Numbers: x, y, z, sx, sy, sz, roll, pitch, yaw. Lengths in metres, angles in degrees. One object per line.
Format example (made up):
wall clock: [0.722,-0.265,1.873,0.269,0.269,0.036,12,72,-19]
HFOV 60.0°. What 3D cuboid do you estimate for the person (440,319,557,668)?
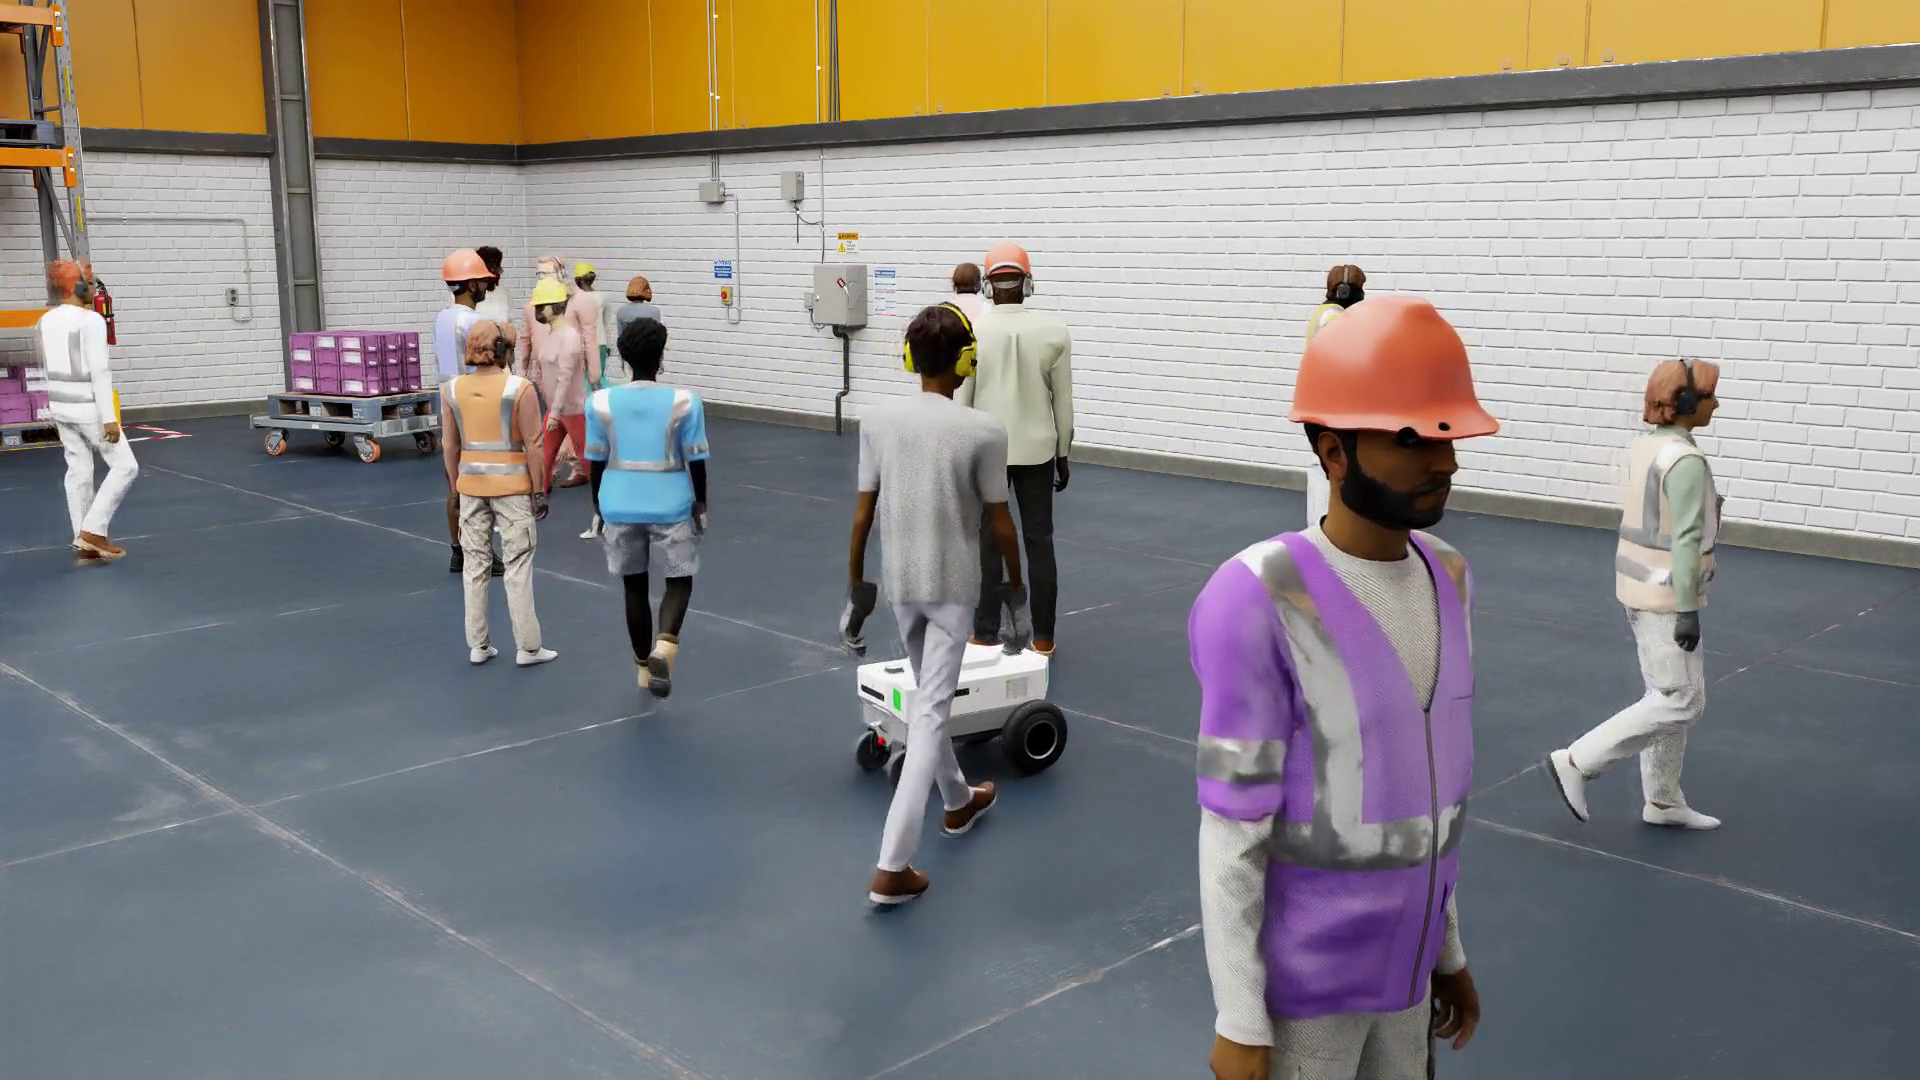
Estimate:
person: [-2.169,-0.211,7.794,0.512,1.638,0.312,3,11,14]

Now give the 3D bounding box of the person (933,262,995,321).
person: [0.054,-1.128,12.267,0.649,1.829,0.482,4,11,19]

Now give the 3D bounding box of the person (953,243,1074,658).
person: [0.236,-0.406,7.911,0.611,1.985,0.394,-2,11,-8]

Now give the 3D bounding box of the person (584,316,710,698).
person: [-1.350,-0.120,7.173,0.542,1.678,0.589,0,10,0]

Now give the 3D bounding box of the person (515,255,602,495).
person: [-3.224,-1.291,13.056,0.678,1.855,0.968,5,12,25]

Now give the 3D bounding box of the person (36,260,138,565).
person: [-5.349,-0.771,10.202,0.602,1.872,0.412,5,12,27]

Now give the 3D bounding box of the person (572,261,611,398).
person: [-3.835,-2.032,17.394,0.469,1.751,0.551,8,13,37]

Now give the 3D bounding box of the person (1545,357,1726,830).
person: [2.312,0.200,5.566,0.530,1.624,0.527,2,11,9]

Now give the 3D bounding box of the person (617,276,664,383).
person: [-3.083,-1.726,16.073,0.508,1.631,0.292,5,12,26]

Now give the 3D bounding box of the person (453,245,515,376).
person: [-4.038,-1.530,14.171,0.543,1.939,0.620,7,12,33]

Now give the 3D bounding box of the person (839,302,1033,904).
person: [-0.073,0.170,5.248,0.559,1.813,0.997,5,12,26]

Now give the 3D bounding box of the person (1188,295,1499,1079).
person: [0.580,0.617,2.456,0.544,1.939,0.364,-8,13,-37]

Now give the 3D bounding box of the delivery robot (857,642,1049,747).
delivery robot: [-0.025,0.559,6.297,0.707,0.478,0.477,-6,12,-30]

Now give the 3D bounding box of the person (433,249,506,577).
person: [-2.891,-0.745,9.879,0.354,1.942,0.545,-10,14,-44]

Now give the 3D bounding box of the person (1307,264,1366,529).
person: [2.422,-0.840,10.676,0.429,1.839,0.634,1,10,3]

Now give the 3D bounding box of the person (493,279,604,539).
person: [-2.682,-0.834,10.933,0.870,1.723,0.540,-8,13,-36]
